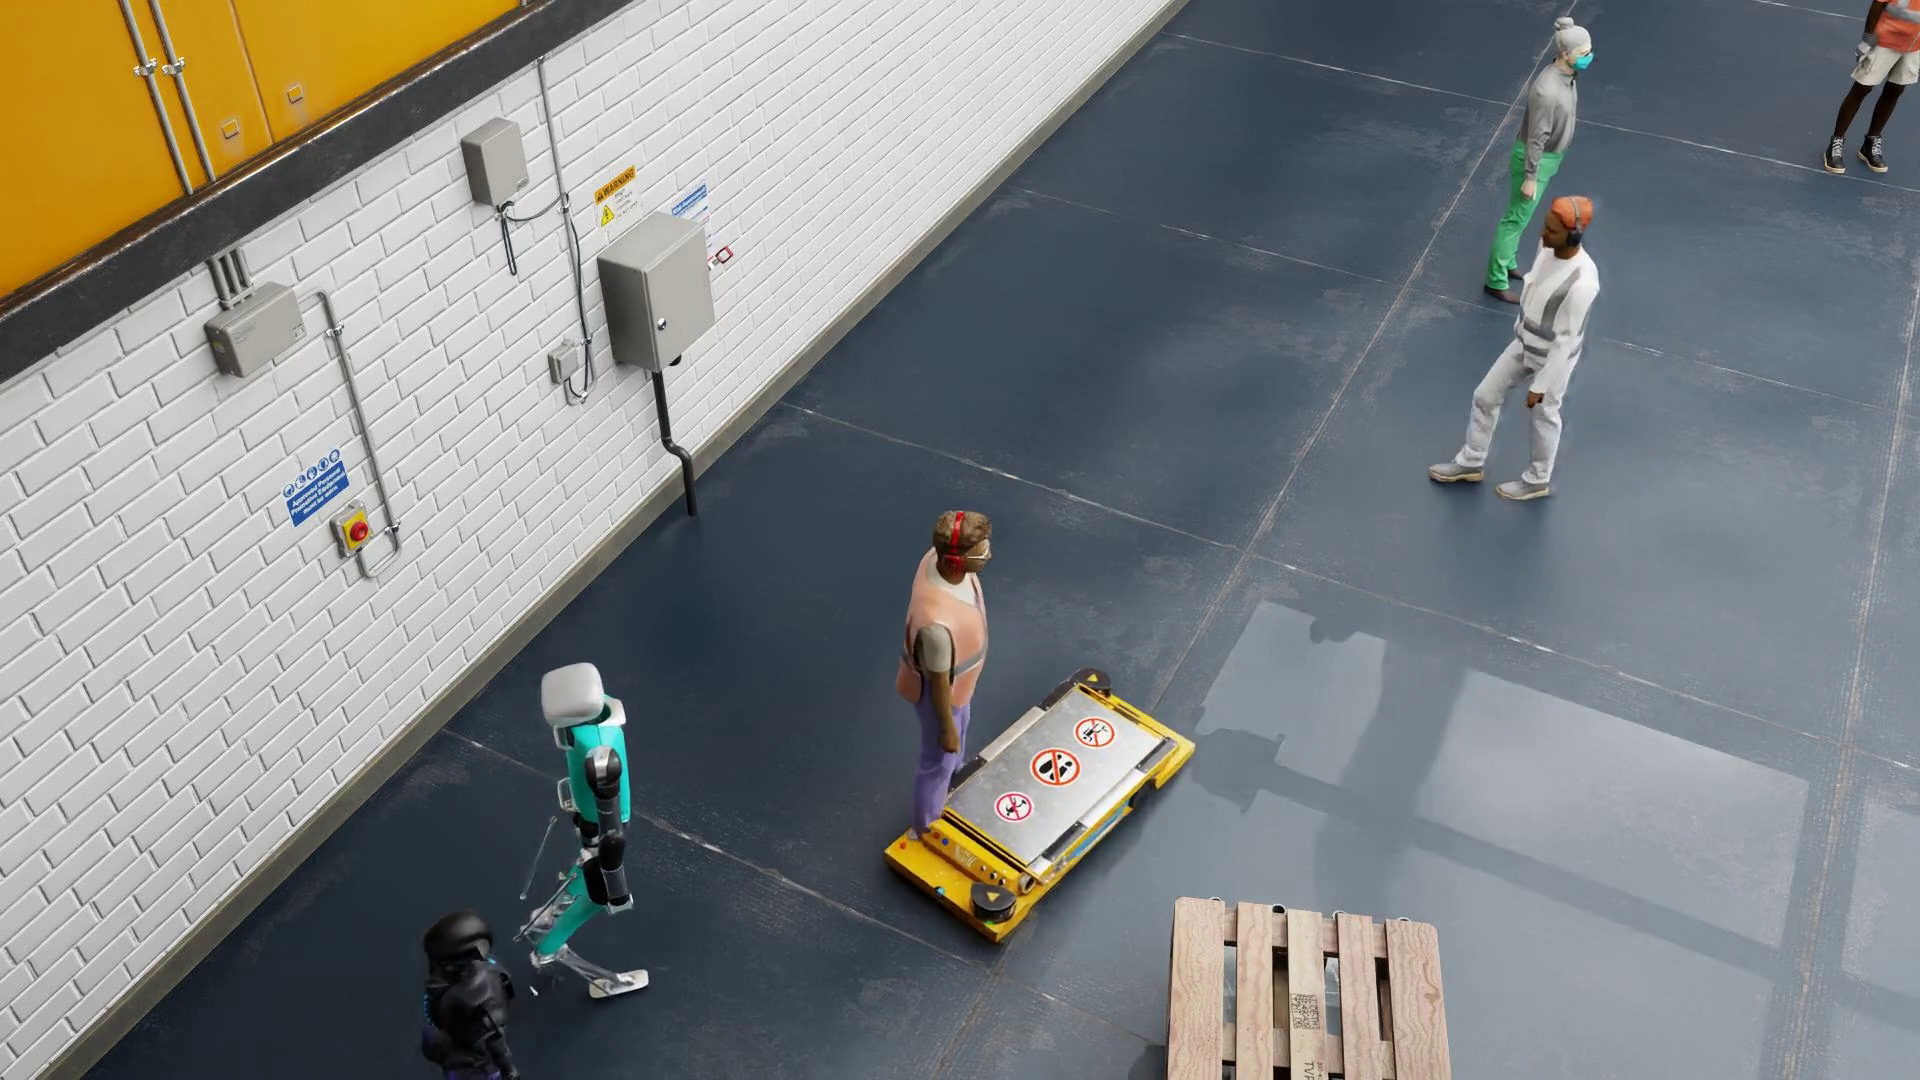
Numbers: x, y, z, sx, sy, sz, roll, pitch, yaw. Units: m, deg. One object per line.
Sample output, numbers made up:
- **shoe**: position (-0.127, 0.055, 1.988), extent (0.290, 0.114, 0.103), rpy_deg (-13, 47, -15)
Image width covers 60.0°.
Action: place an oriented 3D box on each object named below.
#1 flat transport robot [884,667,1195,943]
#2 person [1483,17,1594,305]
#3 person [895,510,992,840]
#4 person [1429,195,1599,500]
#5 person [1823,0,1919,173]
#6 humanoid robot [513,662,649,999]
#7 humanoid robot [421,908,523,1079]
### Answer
- **flat transport robot**: position (0.383, 1.149, 7.505), extent (0.659, 0.231, 1.431), rpy_deg (30, 49, 30)
- **person**: position (3.616, -2.365, 10.391), extent (0.338, 1.822, 0.513), rpy_deg (20, 45, 22)
- **person**: position (-0.053, 0.600, 6.947), extent (0.422, 1.834, 0.565), rpy_deg (4, 41, 4)
- **person**: position (2.955, -0.958, 8.732), extent (0.769, 1.857, 0.583), rpy_deg (-6, 41, -7)
- **person**: position (6.576, -3.499, 11.602), extent (0.601, 1.957, 0.375), rpy_deg (-1, 41, -1)
- **humanoid robot**: position (-1.534, 1.258, 6.332), extent (0.709, 1.893, 0.541), rpy_deg (-13, 42, -14)
- **humanoid robot**: position (-1.706, 1.809, 5.671), extent (0.523, 1.638, 0.616), rpy_deg (-31, 49, -31)
